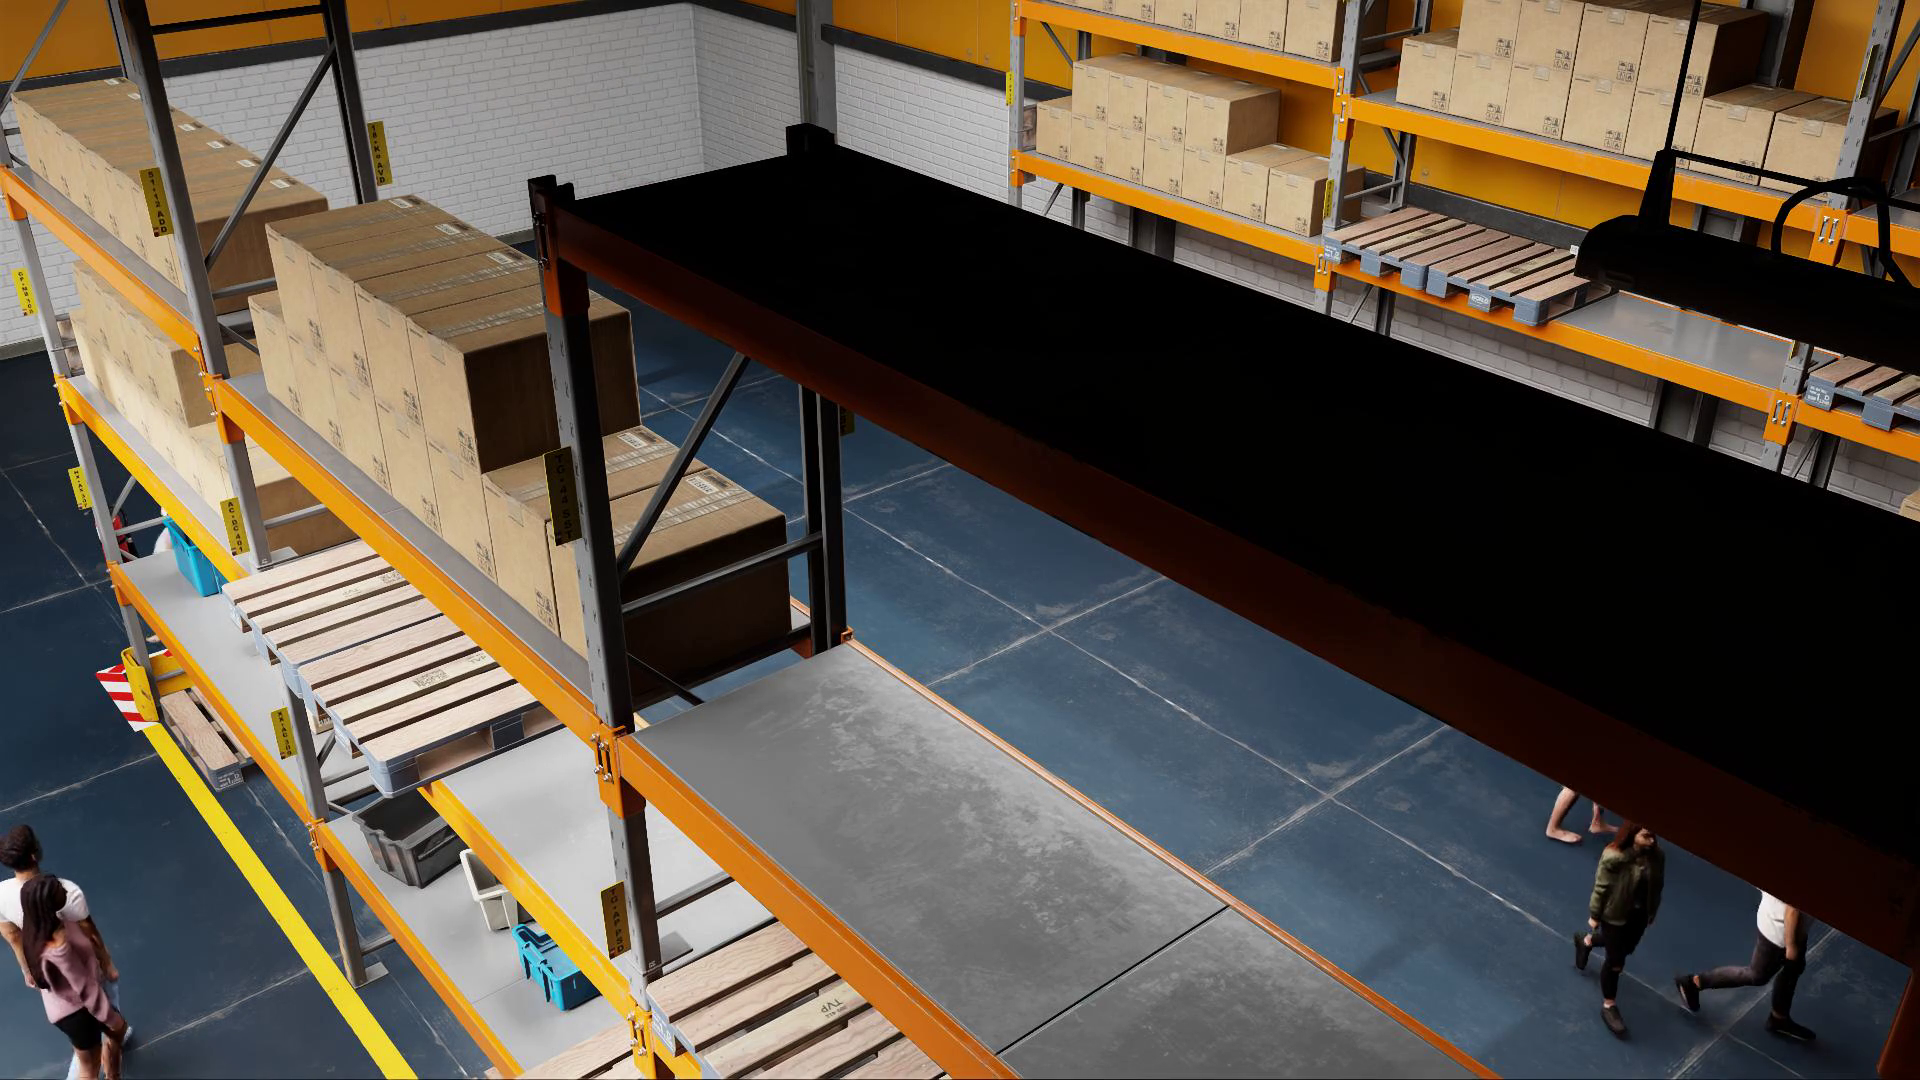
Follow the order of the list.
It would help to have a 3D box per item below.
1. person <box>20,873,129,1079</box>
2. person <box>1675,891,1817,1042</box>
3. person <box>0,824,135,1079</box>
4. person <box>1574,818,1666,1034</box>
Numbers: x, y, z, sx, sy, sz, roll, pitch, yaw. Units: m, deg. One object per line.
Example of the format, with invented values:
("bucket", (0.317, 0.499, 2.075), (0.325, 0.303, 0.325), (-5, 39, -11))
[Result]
("person", (-4.789, 2.560, 8.859), (0.698, 1.801, 0.543), (-19, 34, -31))
("person", (4.697, 2.186, 9.653), (1.118, 1.697, 0.843), (16, 33, 27))
("person", (-4.935, 2.377, 9.152), (1.117, 1.841, 1.137), (4, 29, 8))
("person", (3.917, 2.179, 9.916), (0.828, 1.457, 1.005), (-7, 29, -12))
